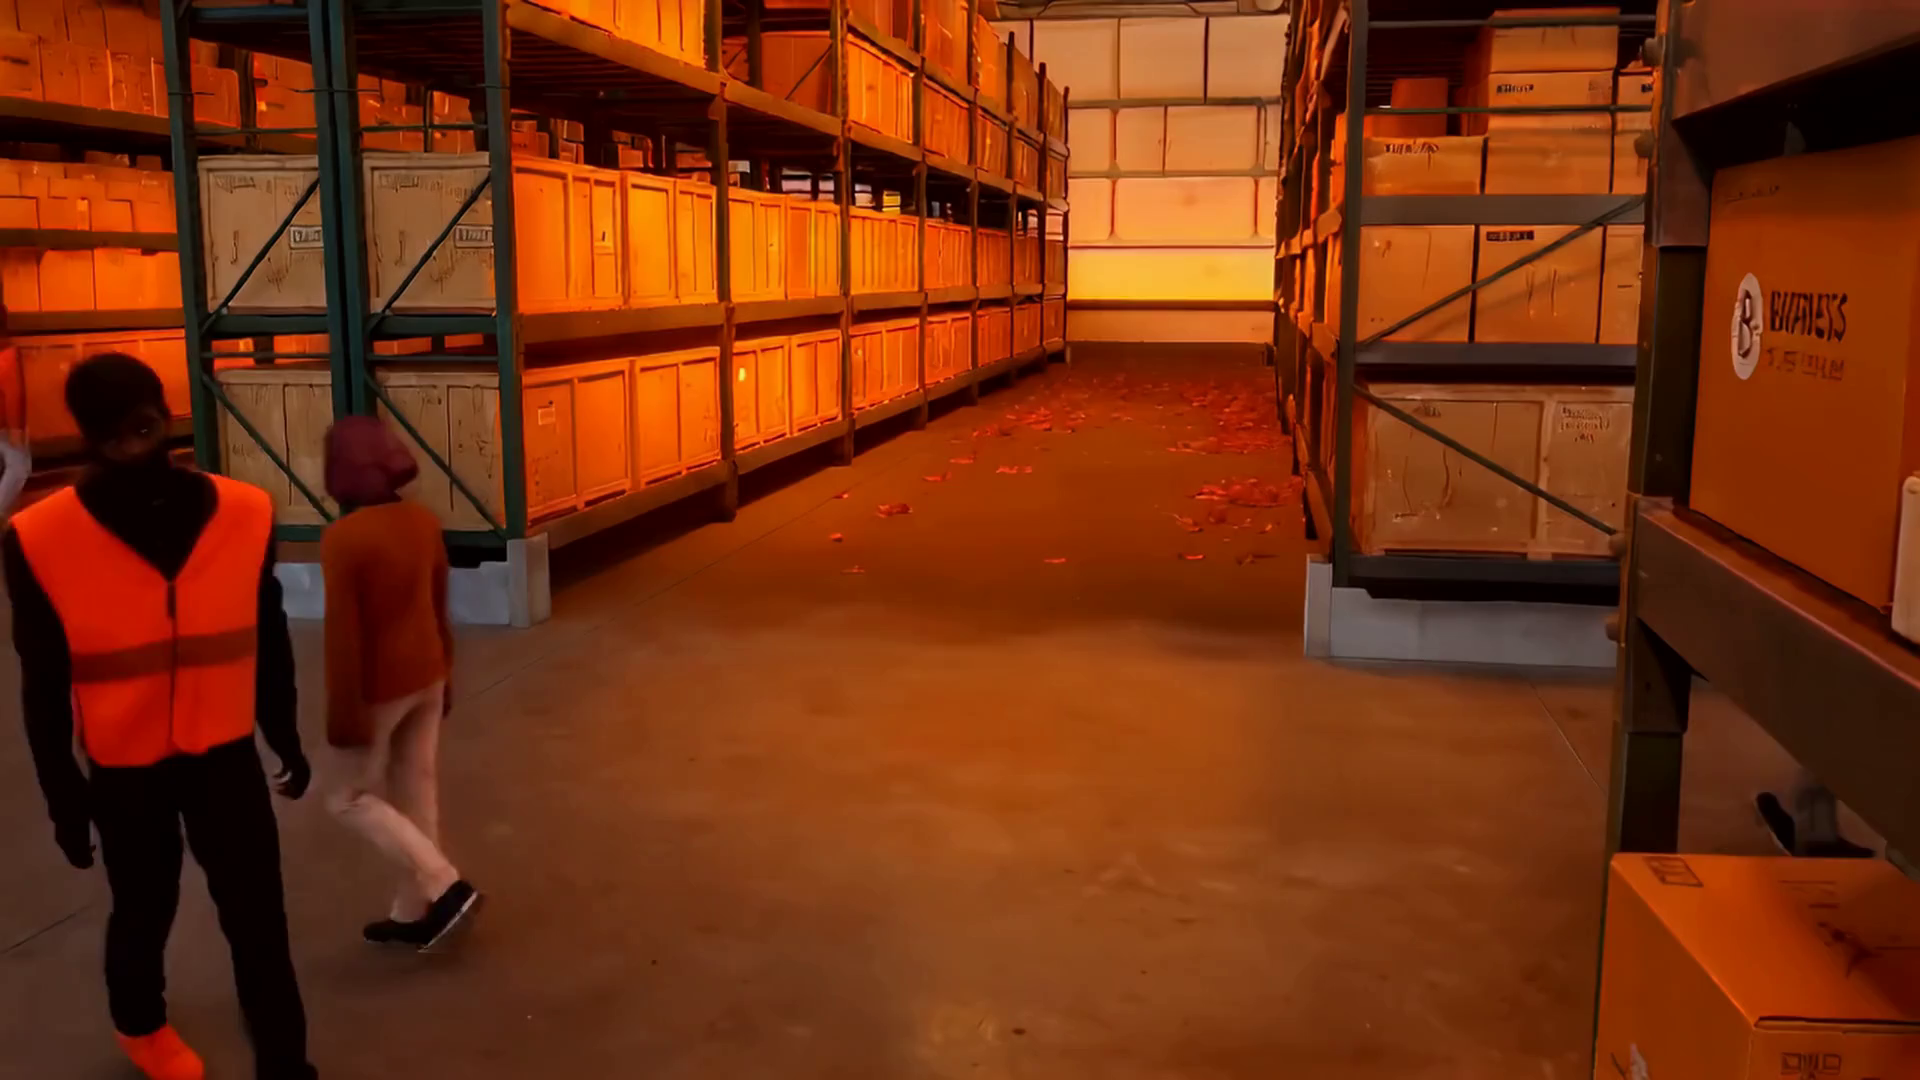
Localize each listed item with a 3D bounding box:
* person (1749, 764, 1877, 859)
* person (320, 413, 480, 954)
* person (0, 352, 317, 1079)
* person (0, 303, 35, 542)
[{"bbox_3d":[2.918,0.324,5.552,0.450,1.619,0.522,-1,9,-4],"label":"person"},{"bbox_3d":[-1.639,0.439,4.848,0.415,1.618,0.523,3,10,18],"label":"person"},{"bbox_3d":[-1.829,0.486,3.862,0.640,1.861,0.959,-8,12,-42],"label":"person"},{"bbox_3d":[-7.177,-0.859,12.300,0.624,1.828,0.544,3,10,19],"label":"person"}]
